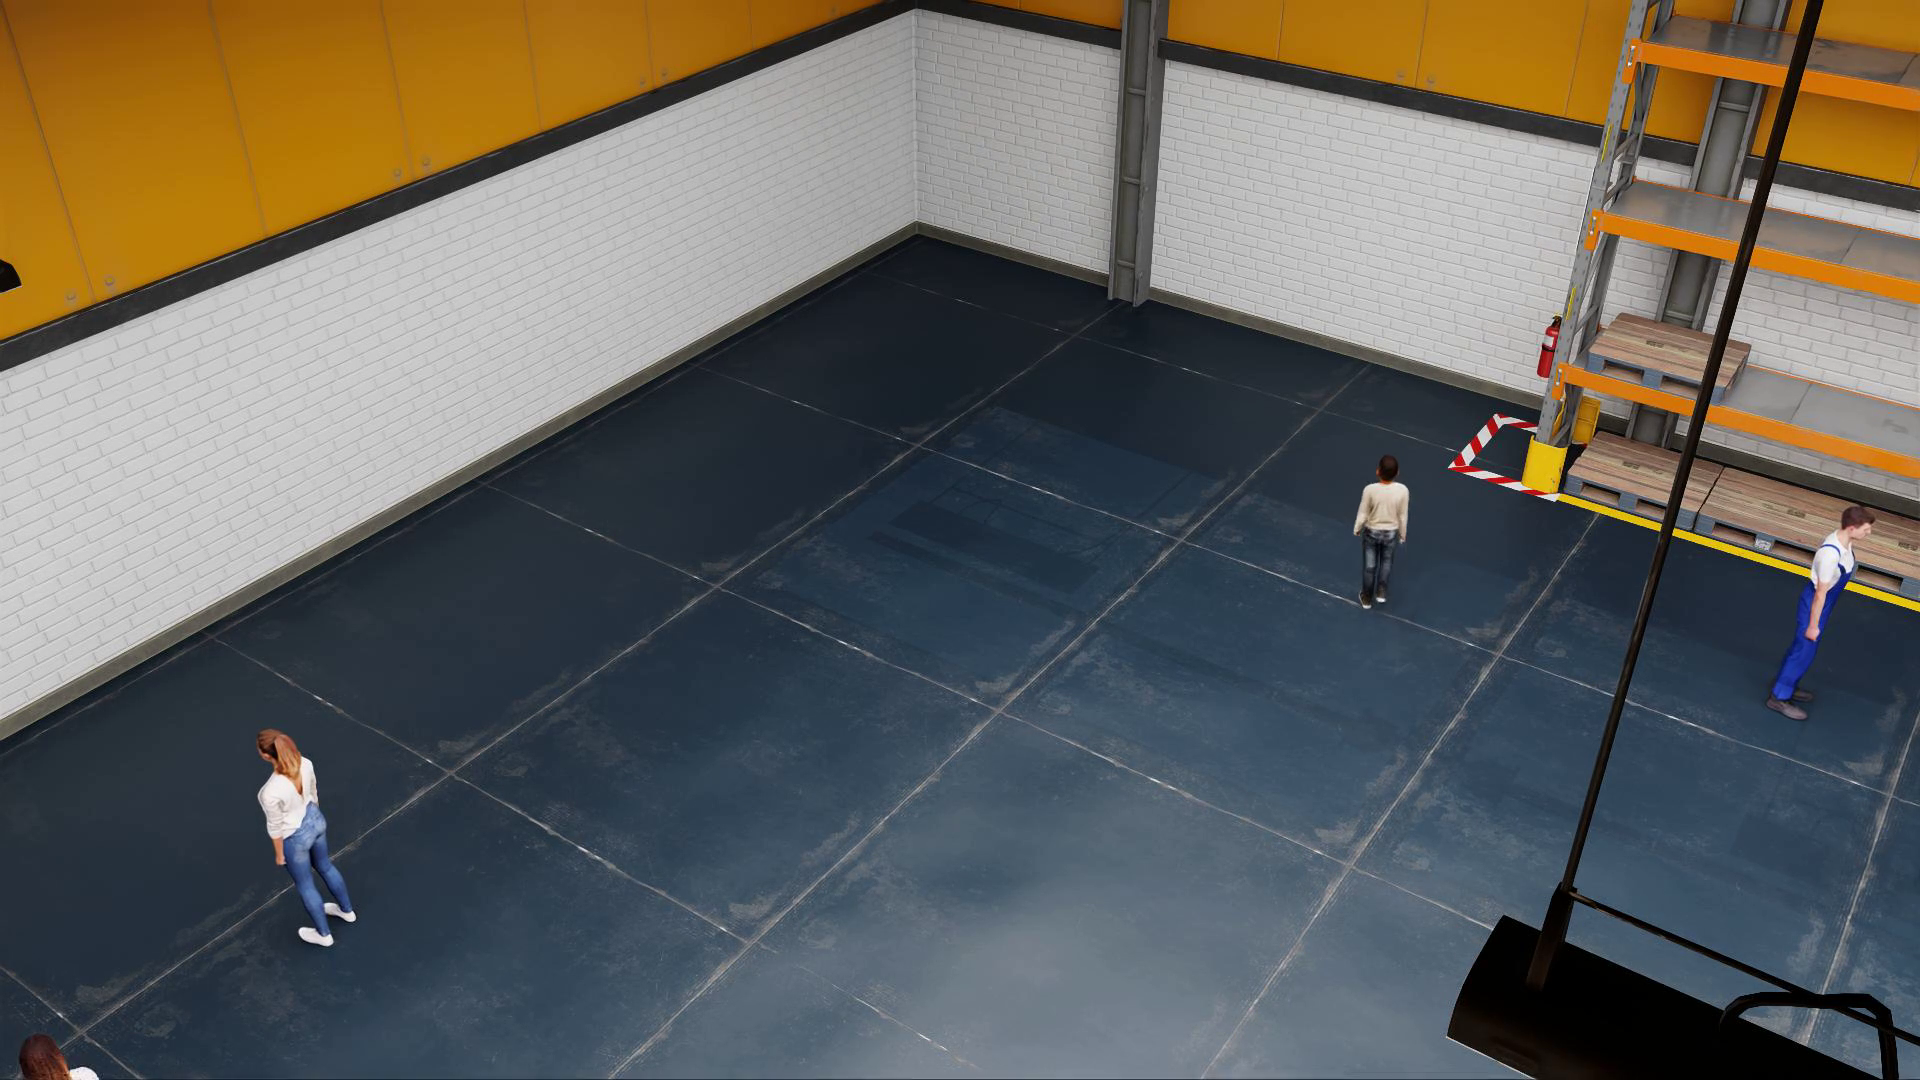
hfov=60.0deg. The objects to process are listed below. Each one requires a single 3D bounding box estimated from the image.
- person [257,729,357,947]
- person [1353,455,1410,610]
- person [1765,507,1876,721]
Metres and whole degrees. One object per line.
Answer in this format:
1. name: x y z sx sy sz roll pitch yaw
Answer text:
1. person: -4.279 1.923 10.830 0.625 1.722 0.657 9 35 13
2. person: 3.550 -0.019 13.990 0.630 1.456 0.728 3 34 4
3. person: 6.600 0.519 12.830 0.580 1.846 0.636 24 40 31
